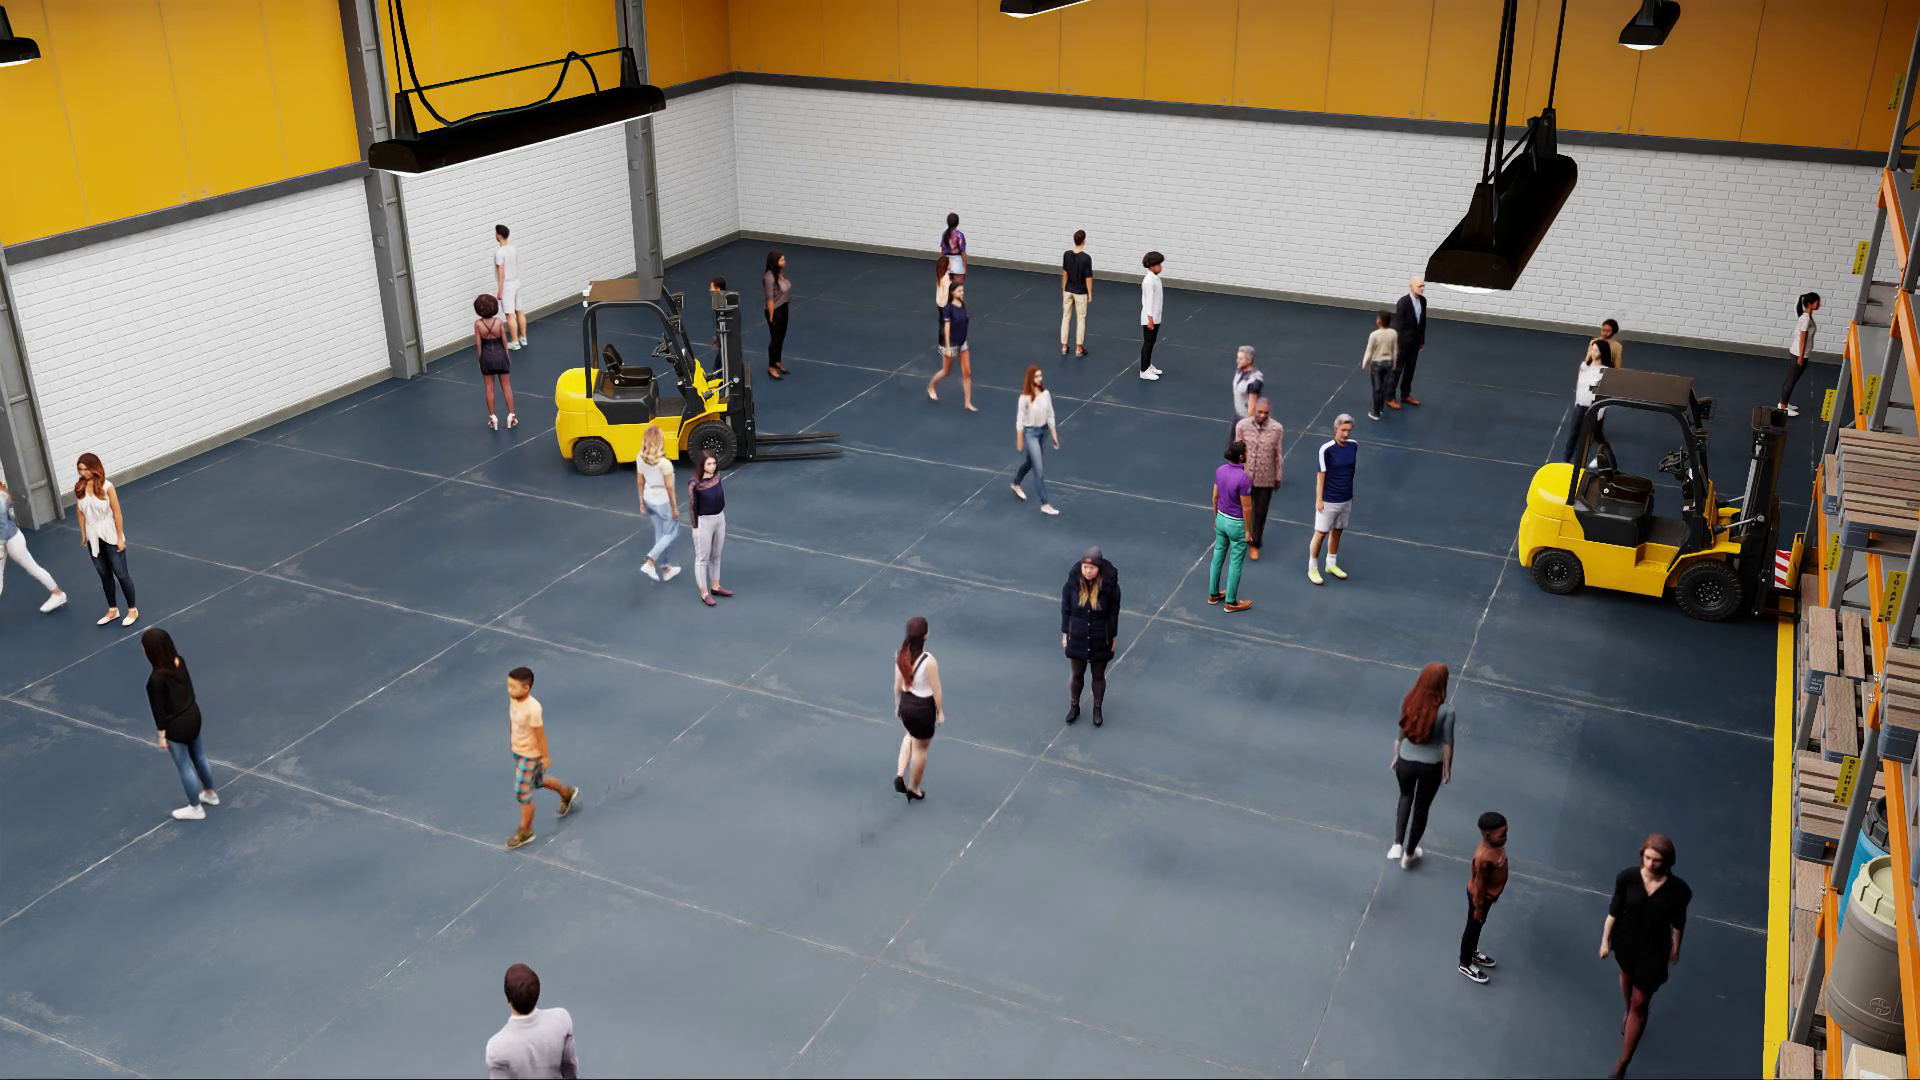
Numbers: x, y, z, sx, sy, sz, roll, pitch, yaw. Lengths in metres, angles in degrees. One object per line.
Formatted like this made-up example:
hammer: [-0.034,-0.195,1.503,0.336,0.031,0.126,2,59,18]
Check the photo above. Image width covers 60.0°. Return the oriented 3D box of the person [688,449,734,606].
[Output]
person: [-2.519,-0.144,16.753,0.688,1.609,0.513,15,28,30]

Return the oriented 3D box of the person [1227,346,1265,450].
person: [3.445,-1.402,19.382,0.959,1.809,0.899,-7,25,-16]

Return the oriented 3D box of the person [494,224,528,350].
person: [-6.704,-3.773,24.751,0.773,1.852,0.533,7,25,16]

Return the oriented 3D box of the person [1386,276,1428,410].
person: [5.999,-2.666,22.289,0.714,1.796,0.818,-13,27,-27]

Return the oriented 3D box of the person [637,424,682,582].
person: [-3.127,-0.324,17.038,0.693,1.711,0.865,14,27,29]

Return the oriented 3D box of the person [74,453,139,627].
person: [-8.350,-0.020,16.254,0.653,1.782,0.617,3,24,8]

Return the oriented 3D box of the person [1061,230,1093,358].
person: [1.694,-3.622,24.406,0.635,1.851,0.538,12,26,25]

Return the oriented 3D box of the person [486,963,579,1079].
person: [-2.240,3.144,8.949,0.798,1.834,0.891,-21,31,-40]

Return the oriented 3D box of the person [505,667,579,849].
person: [-3.281,1.625,12.918,1.031,1.439,0.752,-22,32,-40]

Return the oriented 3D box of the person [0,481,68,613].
person: [-9.268,0.003,16.364,0.832,1.651,1.197,19,30,36]

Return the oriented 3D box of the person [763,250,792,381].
person: [-2.595,-3.181,23.413,0.742,1.839,0.594,6,24,13]

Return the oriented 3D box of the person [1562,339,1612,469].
person: [7.636,-1.582,19.986,1.212,1.654,0.986,-16,28,-32]

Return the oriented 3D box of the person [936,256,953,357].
person: [-0.217,-3.461,24.498,0.706,1.484,0.635,-7,25,-15]

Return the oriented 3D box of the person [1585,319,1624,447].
person: [8.097,-1.985,20.965,0.742,1.608,1.063,17,29,34]

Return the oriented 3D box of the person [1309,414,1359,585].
person: [3.868,-0.451,17.173,0.683,1.835,0.772,-12,26,-26]

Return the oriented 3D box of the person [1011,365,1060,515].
person: [0.809,-1.188,19.044,1.148,1.687,0.989,-17,29,-34]

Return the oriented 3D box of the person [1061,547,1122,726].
person: [1.134,0.824,14.456,0.733,1.675,0.721,5,24,10]

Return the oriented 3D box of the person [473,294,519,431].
person: [-6.011,-2.299,21.460,0.660,1.788,0.709,-6,24,-14]

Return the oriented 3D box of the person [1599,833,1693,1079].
person: [4.335,2.543,10.543,0.707,1.659,1.096,15,28,30]

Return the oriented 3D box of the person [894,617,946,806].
person: [-0.384,1.401,13.183,0.612,1.637,0.681,16,28,32]

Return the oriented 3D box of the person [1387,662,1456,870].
person: [3.380,1.724,12.328,0.636,1.731,0.723,14,27,30]

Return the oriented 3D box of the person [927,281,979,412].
person: [-0.134,-2.601,22.220,1.103,1.732,0.910,-21,31,-39]

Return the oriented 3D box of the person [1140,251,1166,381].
person: [2.703,-3.183,23.455,0.717,1.809,0.533,7,25,17]

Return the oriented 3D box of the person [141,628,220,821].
person: [-6.142,1.430,13.108,0.671,1.645,0.540,3,24,8]

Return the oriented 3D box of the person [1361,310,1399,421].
person: [5.552,-2.276,21.817,0.740,1.459,0.800,-5,24,-10]

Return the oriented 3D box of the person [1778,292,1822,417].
person: [11.136,-2.483,22.060,0.619,1.645,0.439,11,26,23]

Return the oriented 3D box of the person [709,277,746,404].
person: [-3.038,-2.639,22.281,1.073,1.754,1.085,-4,24,-9]

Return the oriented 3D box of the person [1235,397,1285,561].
person: [3.183,-0.699,17.802,0.794,1.786,0.874,5,24,12]

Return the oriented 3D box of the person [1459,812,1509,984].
person: [3.570,2.405,11.362,0.604,1.256,0.446,15,28,30]

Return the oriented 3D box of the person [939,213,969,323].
person: [-0.118,-4.250,25.963,0.623,1.756,0.693,15,28,31]

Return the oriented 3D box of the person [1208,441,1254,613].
person: [2.706,-0.156,16.582,0.709,1.768,0.713,-17,29,-33]
